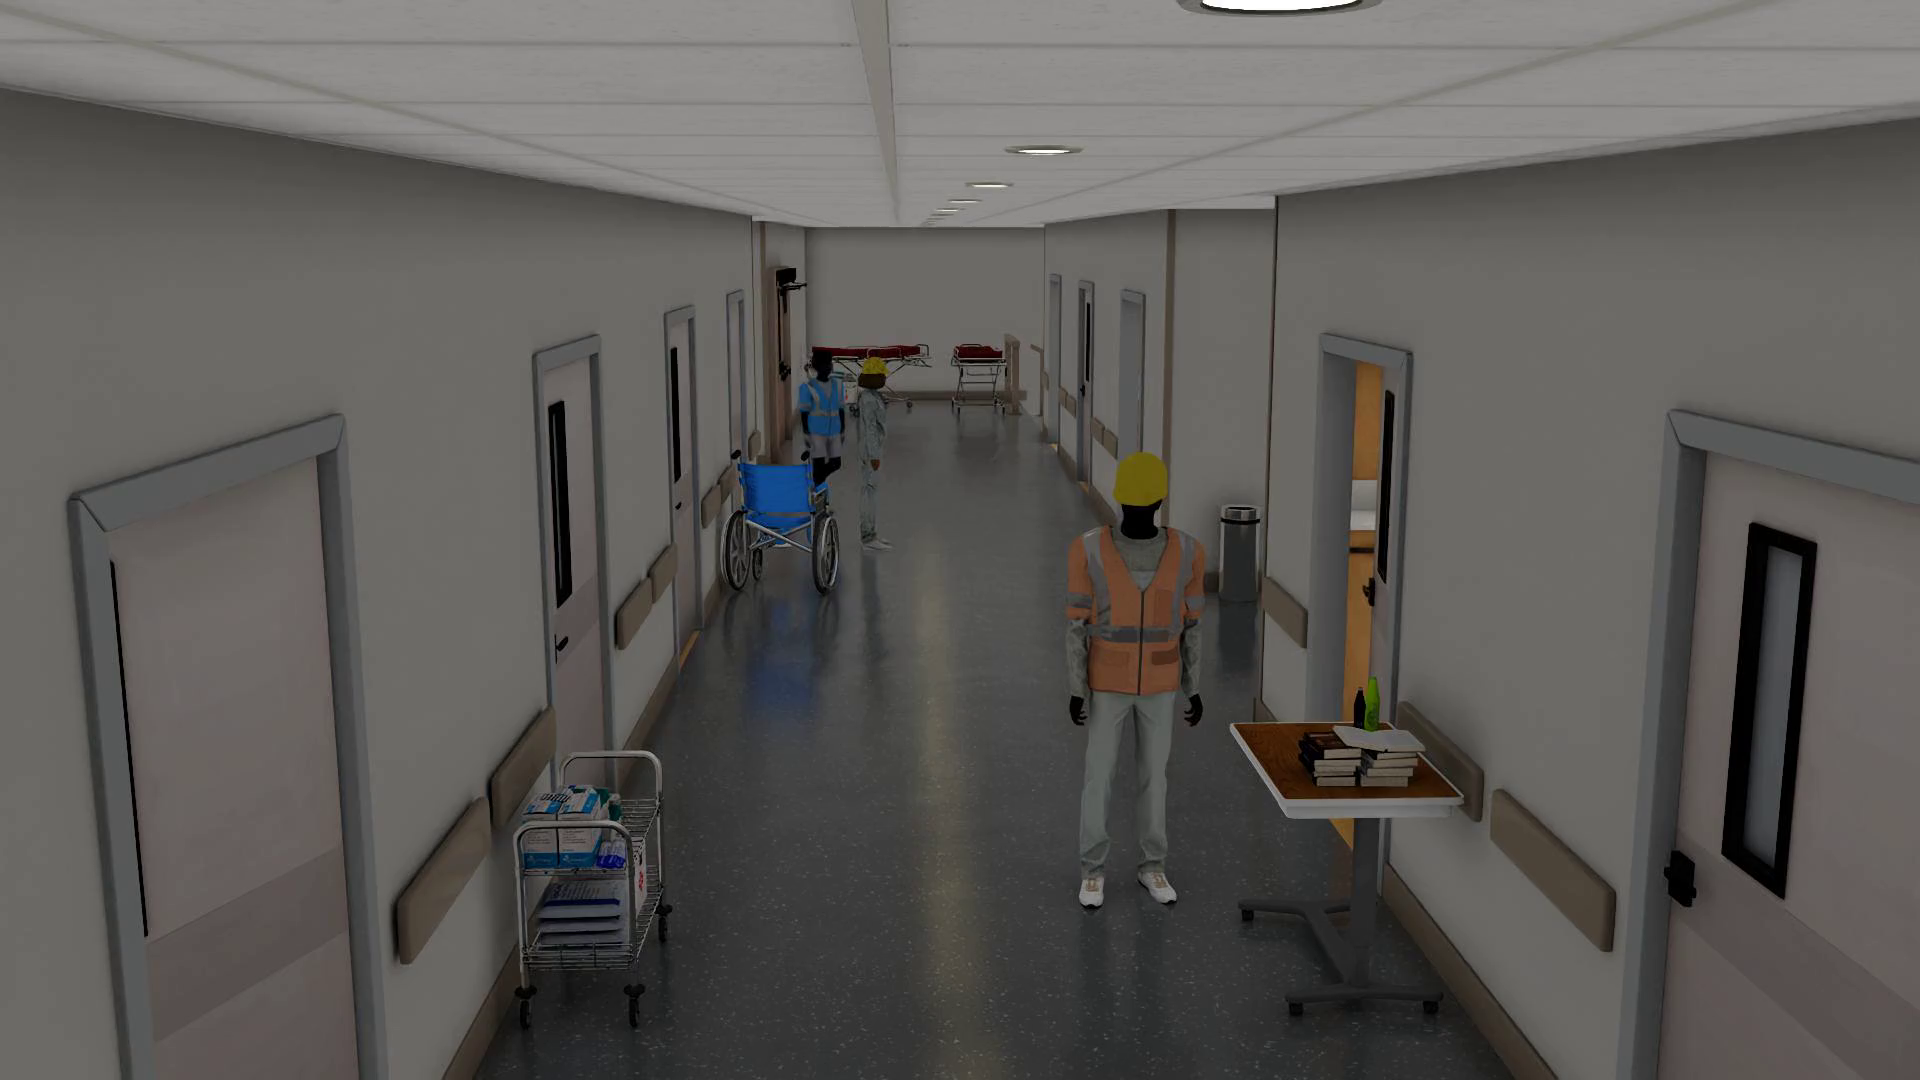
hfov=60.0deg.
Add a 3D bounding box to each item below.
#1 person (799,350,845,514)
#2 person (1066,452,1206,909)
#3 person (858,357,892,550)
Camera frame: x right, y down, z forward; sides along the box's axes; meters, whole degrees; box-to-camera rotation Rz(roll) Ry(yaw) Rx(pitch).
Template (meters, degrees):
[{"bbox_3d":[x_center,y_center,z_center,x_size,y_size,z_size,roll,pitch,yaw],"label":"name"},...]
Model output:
[{"bbox_3d":[-1.444,-1.120,17.090,0.534,1.684,0.554,-7,12,-34],"label":"person"},{"bbox_3d":[0.733,0.583,6.943,0.586,1.921,0.383,-1,10,-5],"label":"person"},{"bbox_3d":[-0.773,-0.786,15.067,0.294,1.744,0.486,-1,10,-4],"label":"person"}]
